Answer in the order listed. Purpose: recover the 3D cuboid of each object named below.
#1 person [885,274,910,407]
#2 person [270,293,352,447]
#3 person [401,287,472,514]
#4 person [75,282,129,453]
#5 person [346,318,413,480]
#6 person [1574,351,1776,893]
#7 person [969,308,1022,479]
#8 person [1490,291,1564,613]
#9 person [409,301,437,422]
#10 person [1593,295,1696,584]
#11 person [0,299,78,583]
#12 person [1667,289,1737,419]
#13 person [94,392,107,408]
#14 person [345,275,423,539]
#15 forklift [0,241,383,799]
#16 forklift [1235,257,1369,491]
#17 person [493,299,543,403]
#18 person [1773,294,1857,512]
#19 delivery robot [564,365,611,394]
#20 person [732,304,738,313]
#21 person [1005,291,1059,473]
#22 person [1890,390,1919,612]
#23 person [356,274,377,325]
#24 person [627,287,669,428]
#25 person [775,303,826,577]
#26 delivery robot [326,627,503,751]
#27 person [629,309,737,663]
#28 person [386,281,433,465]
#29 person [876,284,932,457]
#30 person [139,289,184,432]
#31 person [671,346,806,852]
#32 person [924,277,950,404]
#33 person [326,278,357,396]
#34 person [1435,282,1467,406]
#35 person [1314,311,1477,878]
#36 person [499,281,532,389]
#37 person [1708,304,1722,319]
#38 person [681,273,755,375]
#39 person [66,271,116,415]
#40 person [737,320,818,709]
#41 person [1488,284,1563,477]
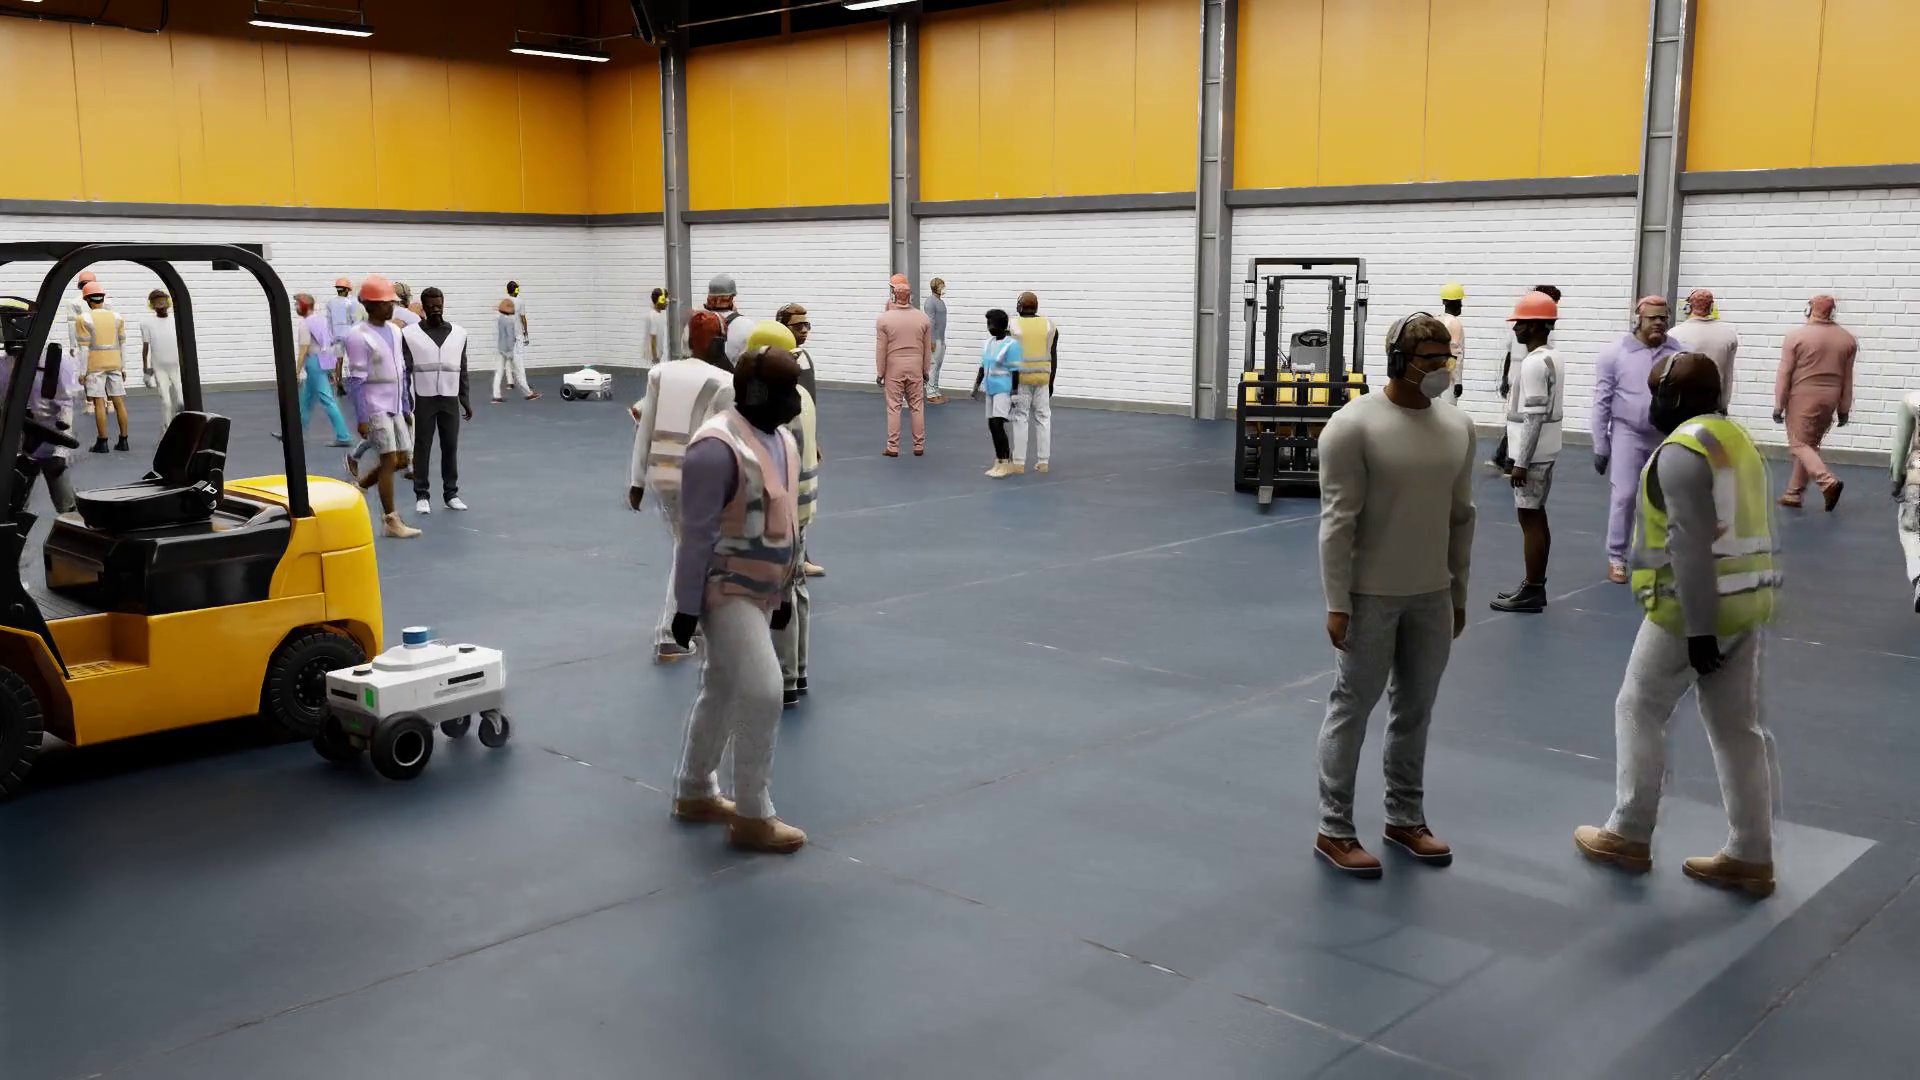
[{"bbox_3d":[-0.929,-2.983,24.944,0.375,1.995,0.609,-4,10,-21],"label":"person"},{"bbox_3d":[-7.557,-1.957,19.280,0.970,1.783,0.587,-1,9,-5],"label":"person"},{"bbox_3d":[-4.477,-1.182,14.207,0.592,1.893,0.375,-7,11,-36],"label":"person"},{"bbox_3d":[-9.696,-1.944,18.782,0.374,1.928,0.543,7,11,35],"label":"person"},{"bbox_3d":[-5.636,-1.373,16.260,0.737,1.600,0.510,2,10,13],"label":"person"},{"bbox_3d":[2.490,0.266,5.670,0.645,1.786,0.783,-9,13,-42],"label":"person"},{"bbox_3d":[0.348,-1.449,16.494,0.437,1.681,0.554,-6,11,-31],"label":"person"},{"bbox_3d":[3.441,-0.527,10.059,0.361,1.938,0.546,5,11,28],"label":"person"},{"bbox_3d":[-7.298,-2.397,22.455,0.507,1.631,0.266,-1,9,-3],"label":"person"},{"bbox_3d":[4.561,-0.660,11.009,0.679,1.903,0.470,0,9,3],"label":"person"},{"bbox_3d":[-5.949,-0.610,10.743,0.587,1.886,0.950,1,9,4],"label":"person"},{"bbox_3d":[6.129,-1.143,13.931,0.651,1.906,0.404,-2,9,-9],"label":"person"},{"bbox_3d":[-12.813,-2.779,24.771,0.313,1.642,0.513,1,9,5],"label":"person"},{"bbox_3d":[-4.516,-1.018,12.815,0.688,2.028,0.614,2,9,12],"label":"person"},{"bbox_3d":[-3.706,-0.171,7.093,1.214,2.155,2.313,9,13,43],"label":"forklift"},{"bbox_3d":[3.309,-1.629,16.029,1.214,2.155,2.313,2,9,11],"label":"forklift"},{"bbox_3d":[-6.916,-2.930,25.801,0.801,1.592,0.523,-7,12,-38],"label":"person"},{"bbox_3d":[7.325,-1.158,14.201,0.657,1.865,0.795,-1,9,-8],"label":"person"},{"bbox_3d":[-5.852,-2.506,26.134,0.707,0.478,0.477,3,10,16],"label":"delivery robot"},{"bbox_3d":[-2.922,-2.219,21.356,0.315,1.636,0.514,7,11,35],"label":"person"},{"bbox_3d":[0.687,-1.594,16.893,0.619,1.845,0.430,-4,10,-21],"label":"person"},{"bbox_3d":[5.796,-0.332,9.838,0.517,1.619,0.562,3,10,18],"label":"person"},{"bbox_3d":[-8.073,-2.686,23.120,0.612,1.995,0.392,-2,9,-11],"label":"person"},{"bbox_3d":[-3.897,-2.250,20.939,0.549,1.842,0.632,-1,9,-8],"label":"person"},{"bbox_3d":[-1.115,-0.646,11.070,0.345,1.847,0.504,6,11,32],"label":"person"},{"bbox_3d":[-2.289,0.611,7.025,0.477,0.478,0.707,7,11,36],"label":"delivery robot"},{"bbox_3d":[-1.402,-0.293,8.870,0.605,1.850,0.702,5,11,29],"label":"person"},{"bbox_3d":[-5.862,-1.733,17.450,0.631,1.938,0.362,4,10,25],"label":"person"},{"bbox_3d":[-0.633,-1.869,18.382,0.643,1.909,0.410,-3,10,-18],"label":"person"},{"bbox_3d":[-9.023,-1.928,18.974,0.545,1.832,0.395,-6,11,-33],"label":"person"},{"bbox_3d":[-0.768,0.203,6.041,0.717,1.799,0.635,3,10,17],"label":"person"},{"bbox_3d":[-0.358,-3.072,25.660,0.372,1.940,0.631,2,10,14],"label":"person"},{"bbox_3d":[-10.024,-3.305,27.123,0.543,1.928,0.373,1,9,8],"label":"person"},{"bbox_3d":[5.059,-1.696,17.245,0.353,1.930,0.594,-1,9,-8],"label":"person"},{"bbox_3d":[1.498,0.188,5.716,0.632,1.933,0.374,-4,10,-23],"label":"person"},{"bbox_3d":[-7.696,-3.535,28.739,0.521,1.862,0.328,2,9,11],"label":"person"},{"bbox_3d":[7.768,-1.630,17.511,0.925,1.718,0.538,3,10,16],"label":"person"},{"bbox_3d":[-1.982,-1.246,14.154,0.684,2.000,0.538,2,9,12],"label":"person"},{"bbox_3d":[-12.345,-2.796,23.649,0.614,2.041,0.390,-8,12,-39],"label":"person"},{"bbox_3d":[-0.878,-0.118,7.874,0.404,1.832,0.599,1,9,8],"label":"person"},{"bbox_3d":[5.623,-1.560,16.432,0.457,1.923,0.637,-2,10,-14],"label":"person"}]
